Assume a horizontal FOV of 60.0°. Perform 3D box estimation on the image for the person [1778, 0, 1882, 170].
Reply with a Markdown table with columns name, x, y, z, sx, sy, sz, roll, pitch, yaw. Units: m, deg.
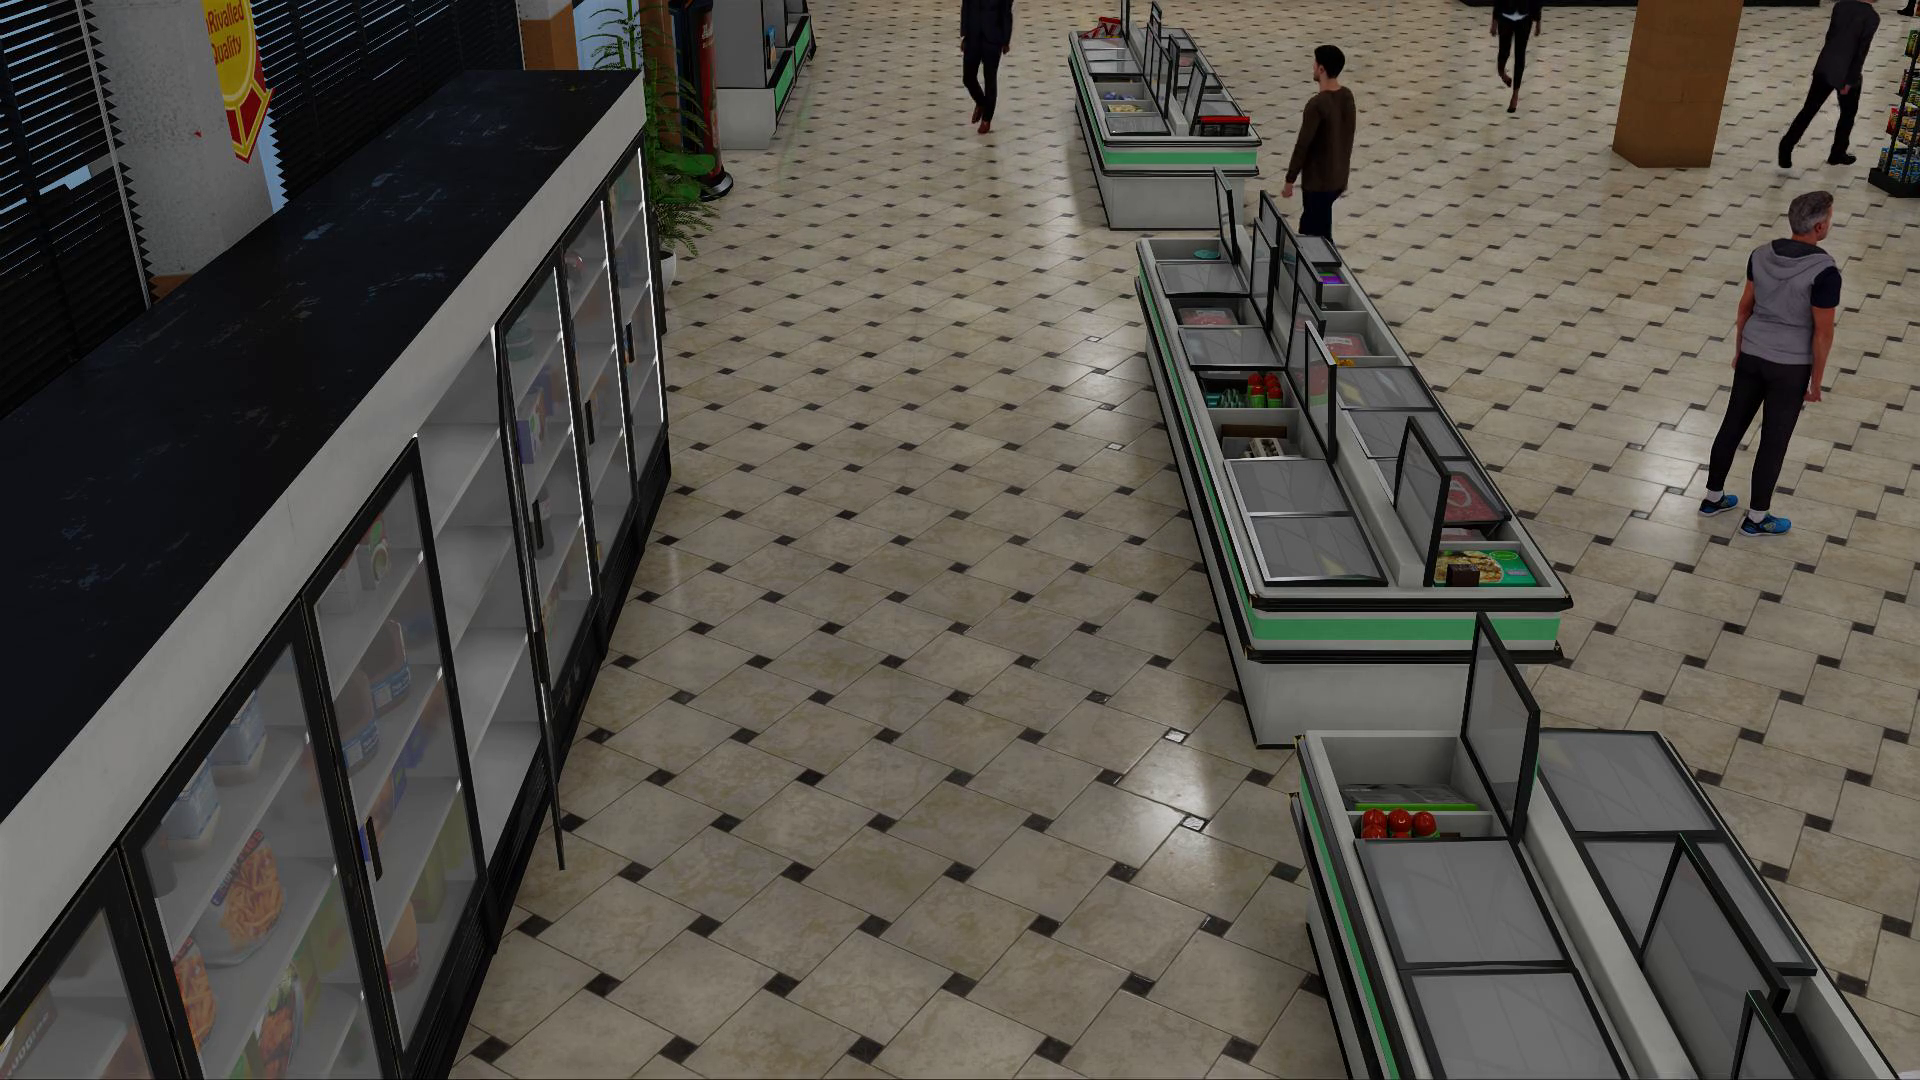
| name | x | y | z | sx | sy | sz | roll | pitch | yaw |
| --- | --- | --- | --- | --- | --- | --- | --- | --- | --- |
| person | 8.060 | -4.289 | 15.382 | 1.176 | 1.783 | 1.281 | -16 | 31 | -29 |

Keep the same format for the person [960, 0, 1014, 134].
| name | x | y | z | sx | sy | sz | roll | pitch | yaw |
| --- | --- | --- | --- | --- | --- | --- | --- | --- | --- |
| person | 0.269 | -5.116 | 16.981 | 0.833 | 1.811 | 0.862 | 9 | 28 | 17 |

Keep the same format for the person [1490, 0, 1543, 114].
| name | x | y | z | sx | sy | sz | roll | pitch | yaw |
| --- | --- | --- | --- | --- | --- | --- | --- | --- | --- |
| person | 5.932 | -5.544 | 17.824 | 0.827 | 1.813 | 1.007 | 5 | 27 | 10 |

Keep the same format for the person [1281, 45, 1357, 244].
| name | x | y | z | sx | sy | sz | roll | pitch | yaw |
| --- | --- | --- | --- | --- | --- | --- | --- | --- | --- |
| person | 2.655 | -2.528 | 11.823 | 1.047 | 1.862 | 1.006 | 22 | 34 | 36 |

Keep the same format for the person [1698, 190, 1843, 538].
| name | x | y | z | sx | sy | sz | roll | pitch | yaw |
| --- | --- | --- | --- | --- | --- | --- | --- | --- | --- |
| person | 4.248 | -0.923 | 8.697 | 0.834 | 1.827 | 0.677 | -13 | 29 | -23 |
